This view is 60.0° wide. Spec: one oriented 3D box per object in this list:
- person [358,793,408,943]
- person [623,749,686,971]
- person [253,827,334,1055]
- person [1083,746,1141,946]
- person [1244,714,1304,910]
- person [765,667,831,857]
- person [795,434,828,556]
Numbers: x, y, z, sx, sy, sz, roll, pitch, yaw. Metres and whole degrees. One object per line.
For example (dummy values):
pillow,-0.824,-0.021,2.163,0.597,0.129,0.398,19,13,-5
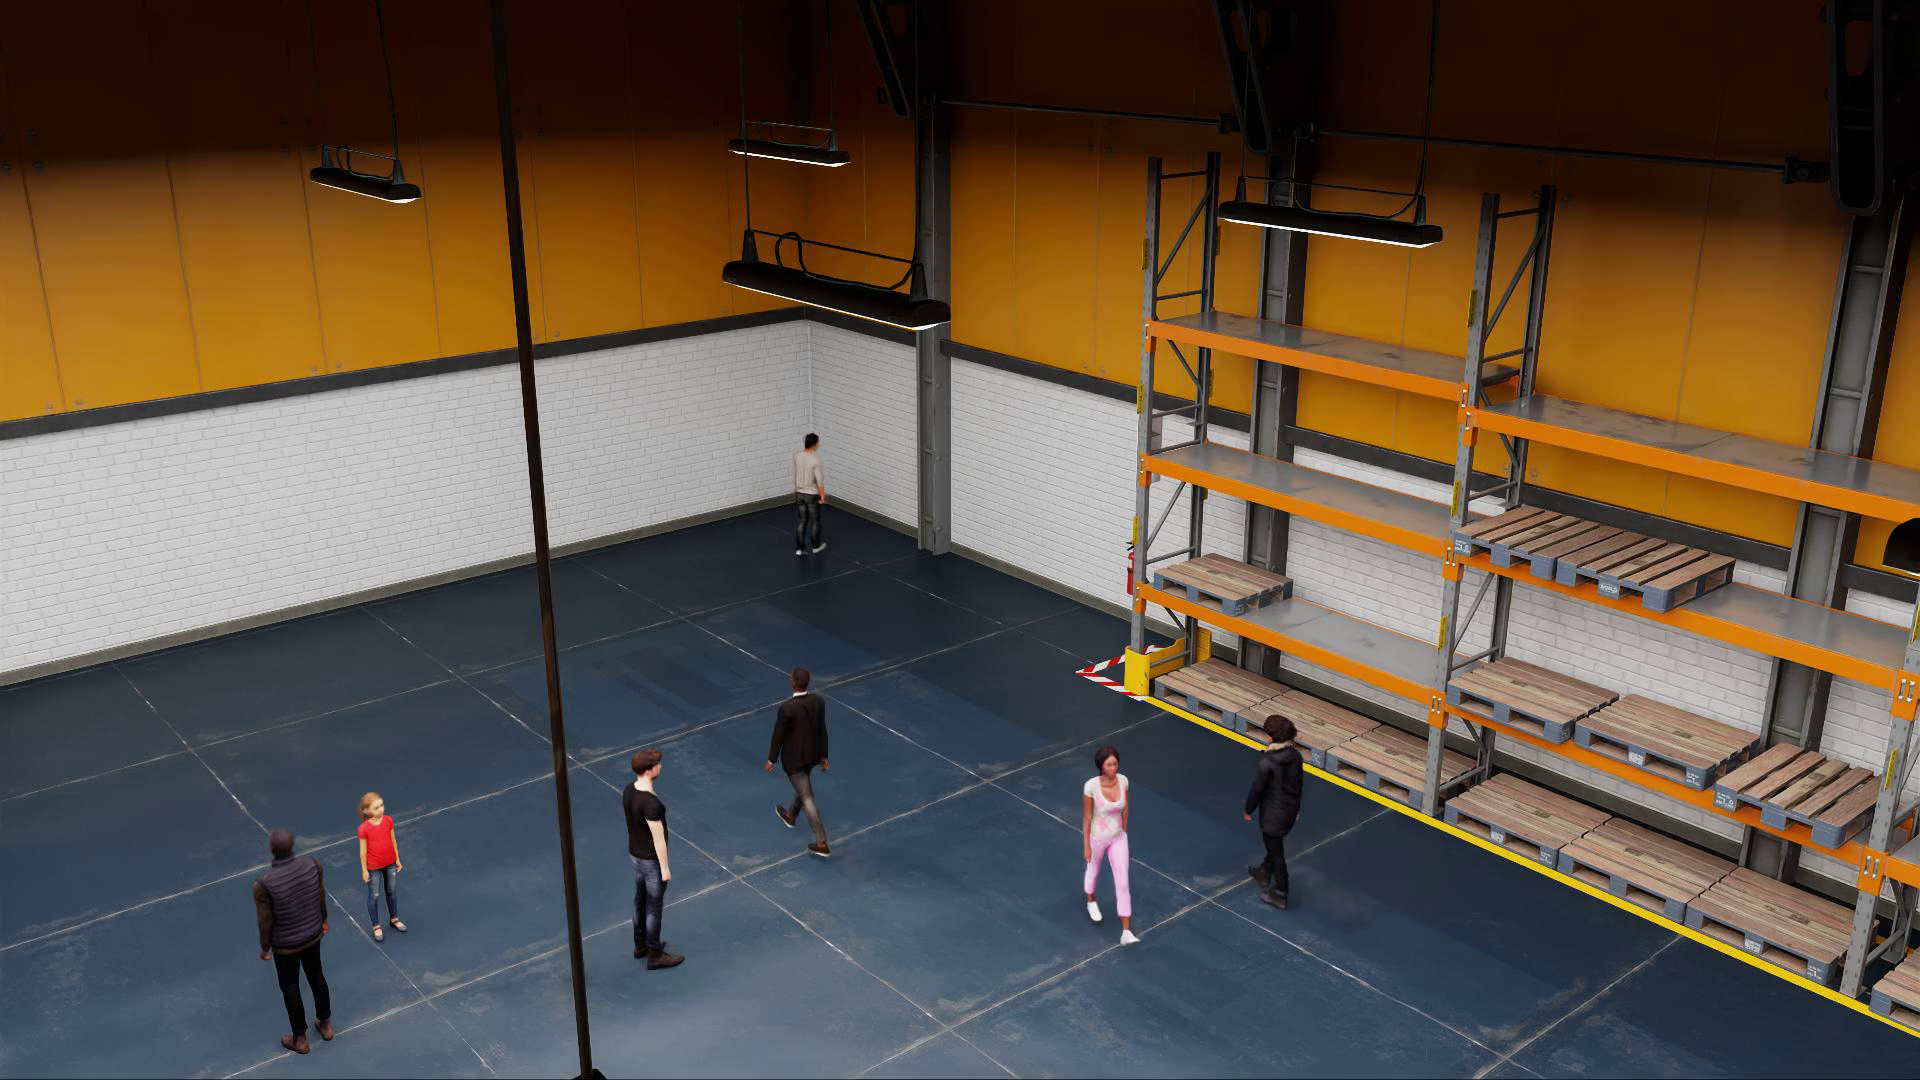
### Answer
person,-4.916,2.735,14.090,0.497,1.311,0.498,-17,25,-41
person,-2.554,2.591,13.605,0.749,1.895,0.488,-13,23,-35
person,-5.002,2.988,12.517,0.635,1.836,0.740,15,23,37
person,1.198,2.524,14.109,0.915,1.700,1.204,-5,19,-16
person,2.814,2.391,14.417,0.693,1.755,0.874,-13,22,-33
person,-1.406,2.083,15.345,0.734,1.747,1.195,-18,25,-42
person,-2.119,-0.642,23.358,0.877,1.796,0.896,6,19,16
